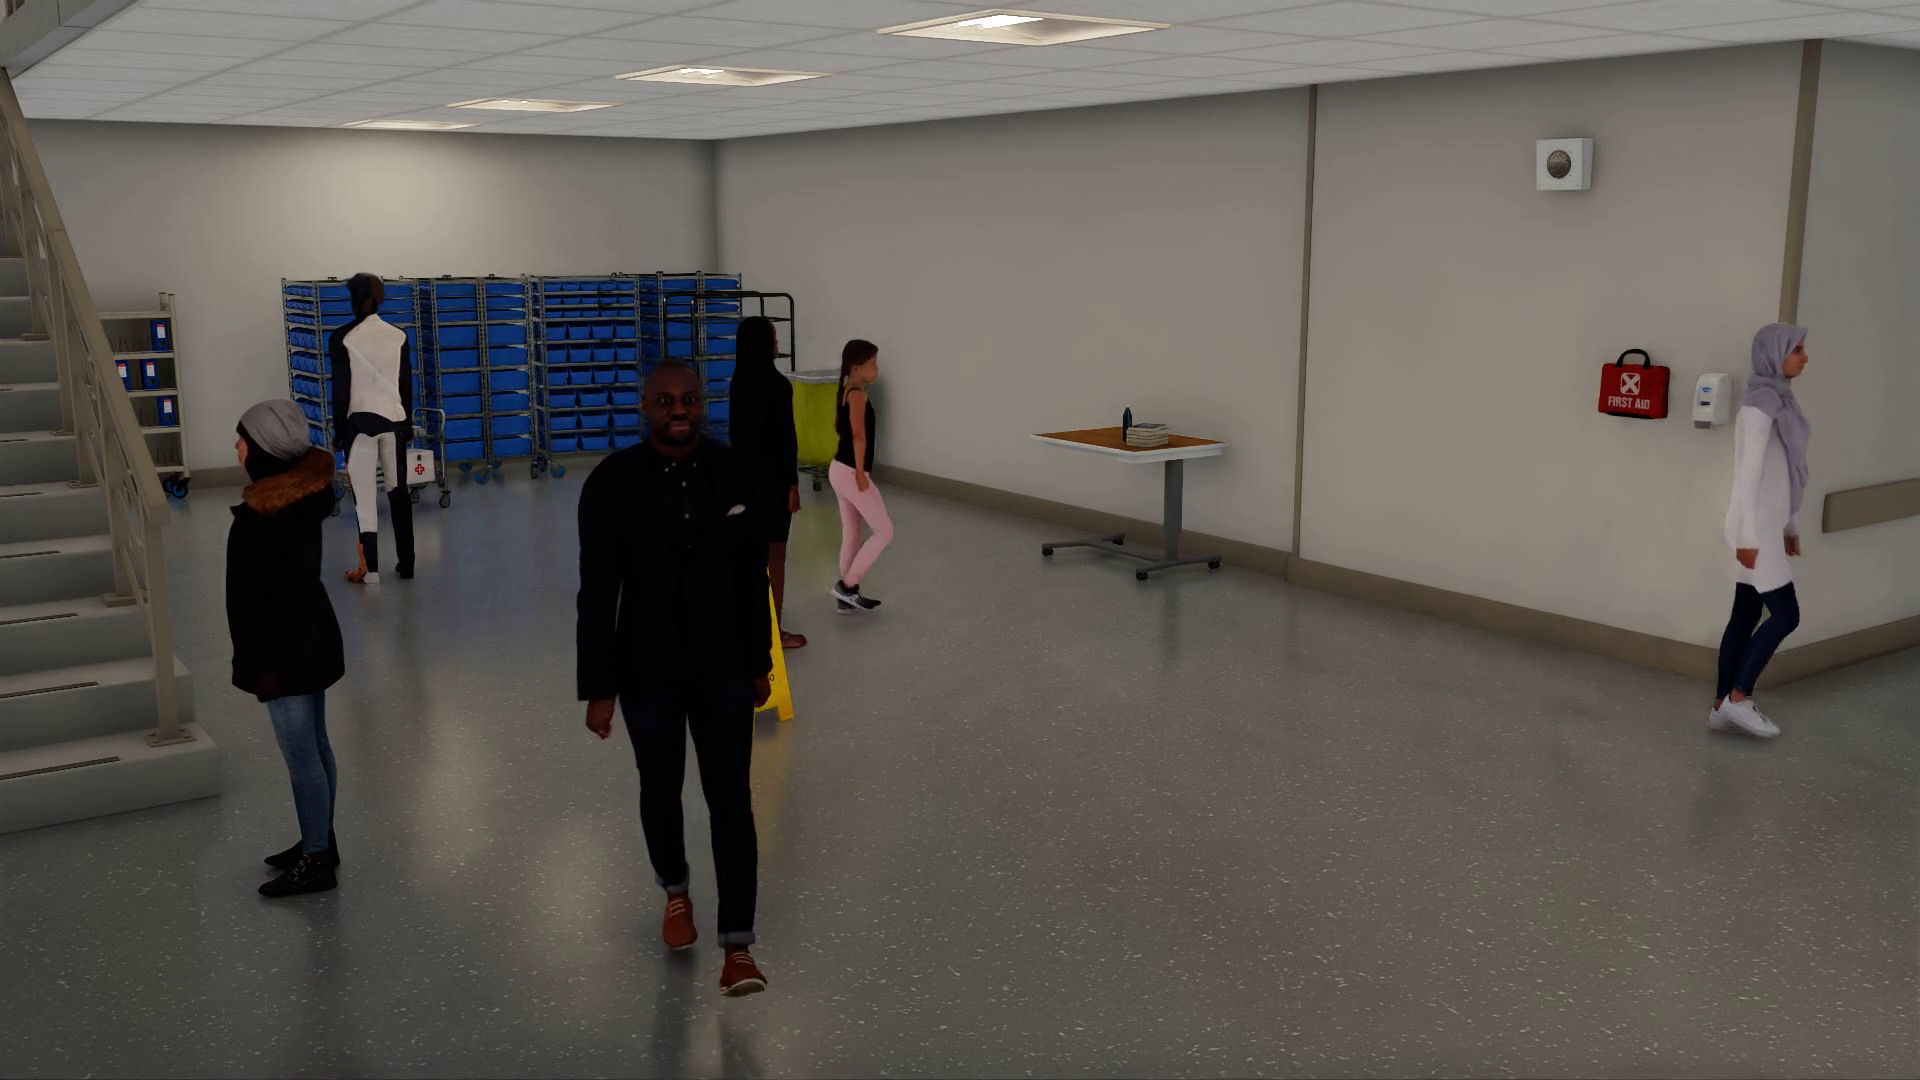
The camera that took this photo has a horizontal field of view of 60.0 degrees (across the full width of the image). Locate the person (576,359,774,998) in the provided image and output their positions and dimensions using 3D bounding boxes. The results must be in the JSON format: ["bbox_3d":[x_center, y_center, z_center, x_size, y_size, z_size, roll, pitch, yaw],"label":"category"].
[{"bbox_3d":[-0.818,0.384,4.876,0.997,1.780,1.238,-3,11,-14],"label":"person"}]

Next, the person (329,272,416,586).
[{"bbox_3d":[-3.600,-0.691,10.223,0.711,1.898,0.636,-10,15,-43],"label":"person"}]

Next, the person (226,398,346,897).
[{"bbox_3d":[-2.200,0.345,5.477,0.781,1.633,0.674,-2,11,-10],"label":"person"}]

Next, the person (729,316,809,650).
[{"bbox_3d":[-1.022,-0.298,8.627,0.500,1.720,0.710,10,15,43],"label":"person"}]

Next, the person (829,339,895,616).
[{"bbox_3d":[-0.655,-0.341,9.300,0.641,1.554,0.577,-4,12,-21],"label":"person"}]

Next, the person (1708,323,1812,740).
[{"bbox_3d":[3.321,-0.033,7.097,0.672,1.770,0.697,8,13,36],"label":"person"}]
